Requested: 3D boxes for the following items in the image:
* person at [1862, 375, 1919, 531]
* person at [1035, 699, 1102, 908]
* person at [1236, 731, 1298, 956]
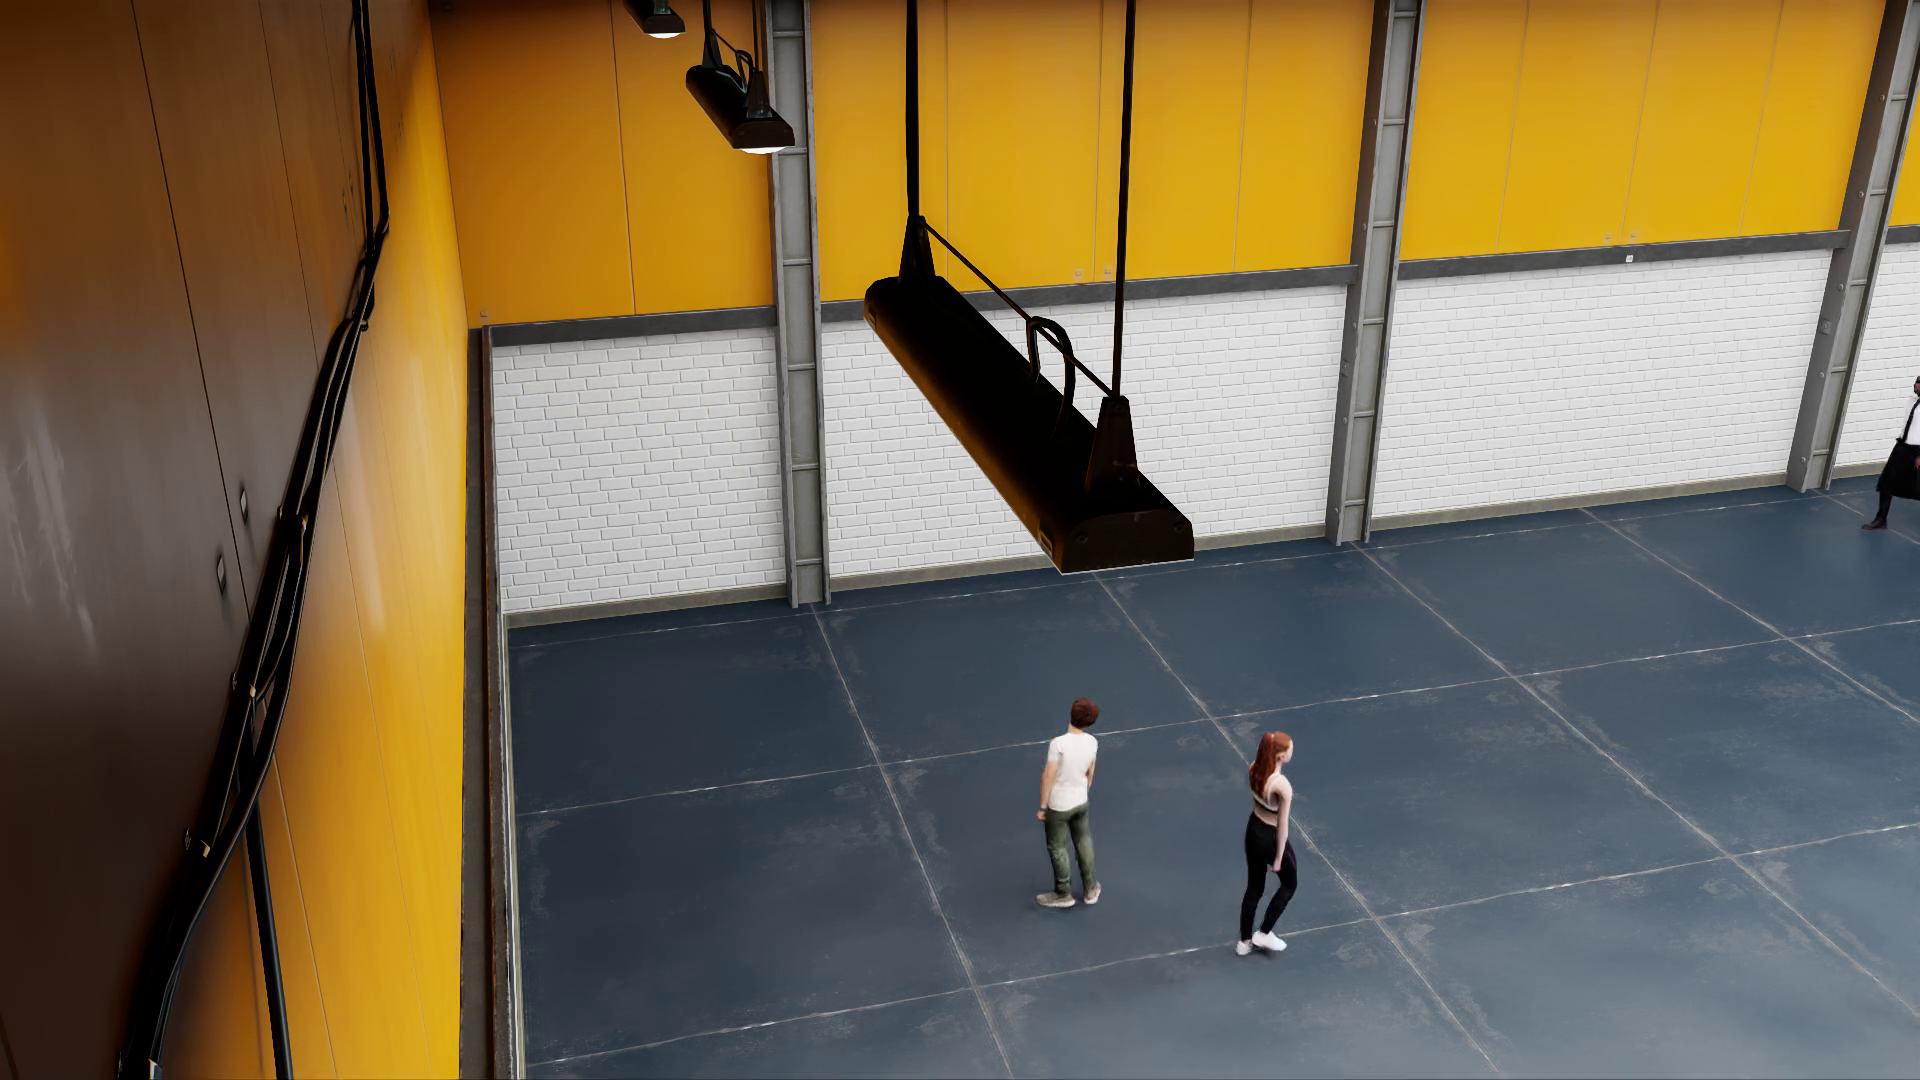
[{"bbox_3d":[10.494,-0.940,18.177,1.119,1.808,0.625,-6,24,-13],"label":"person"},{"bbox_3d":[0.744,1.911,11.887,0.810,1.622,0.636,19,30,37],"label":"person"},{"bbox_3d":[2.006,2.094,11.331,0.682,1.731,0.648,-12,27,-26],"label":"person"}]
